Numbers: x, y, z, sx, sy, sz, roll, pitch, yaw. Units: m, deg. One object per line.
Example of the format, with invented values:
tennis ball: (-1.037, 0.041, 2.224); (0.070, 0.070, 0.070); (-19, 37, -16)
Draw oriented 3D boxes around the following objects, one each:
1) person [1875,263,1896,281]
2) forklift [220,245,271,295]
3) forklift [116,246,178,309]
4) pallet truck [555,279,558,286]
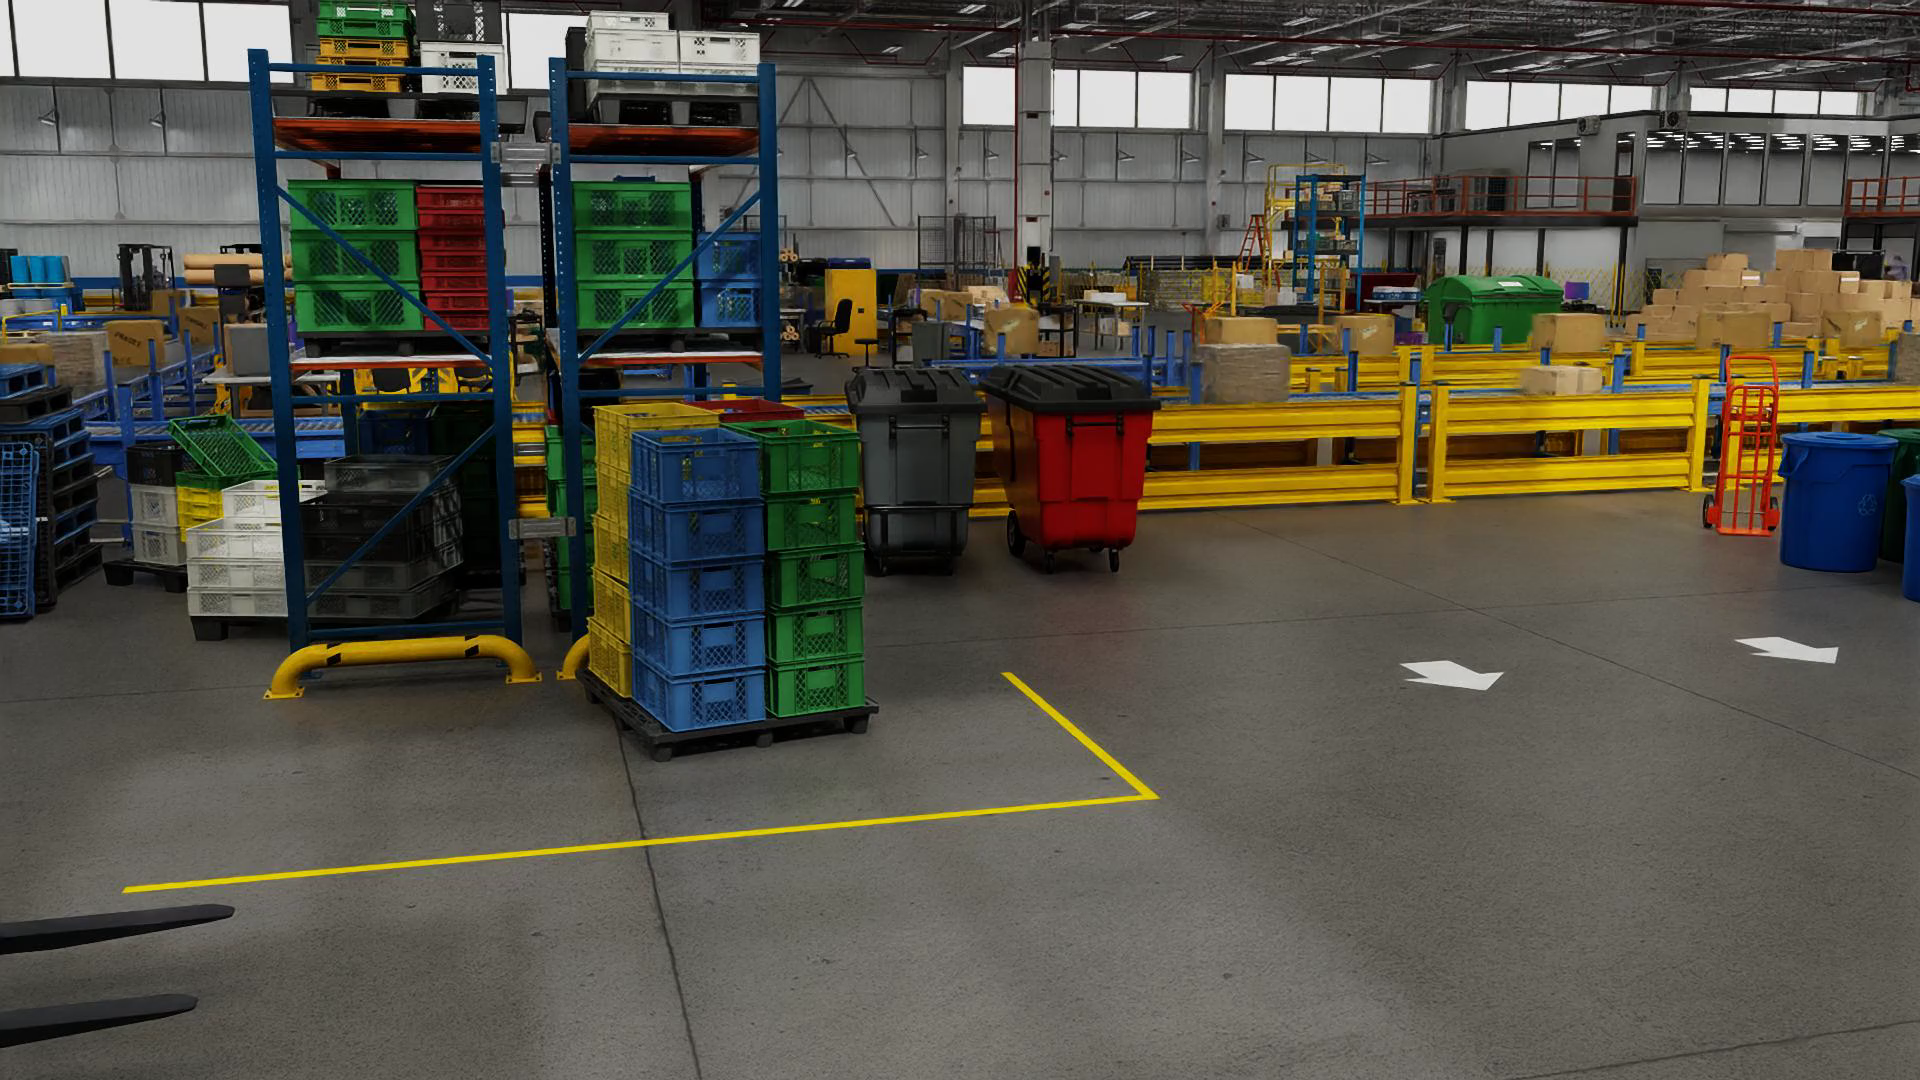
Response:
person: (22.897, -6.018, 41.314); (0.534, 1.714, 0.905); (-1, 10, -6)
forklift: (-17.749, -6.334, 41.440); (1.157, 1.987, 2.680); (-3, 10, -17)
forklift: (-19.966, -6.232, 40.894); (1.157, 1.987, 2.680); (-3, 10, -15)
pallet truck: (-10.604, -6.375, 44.520); (0.653, 1.274, 1.630); (-3, 10, -15)
